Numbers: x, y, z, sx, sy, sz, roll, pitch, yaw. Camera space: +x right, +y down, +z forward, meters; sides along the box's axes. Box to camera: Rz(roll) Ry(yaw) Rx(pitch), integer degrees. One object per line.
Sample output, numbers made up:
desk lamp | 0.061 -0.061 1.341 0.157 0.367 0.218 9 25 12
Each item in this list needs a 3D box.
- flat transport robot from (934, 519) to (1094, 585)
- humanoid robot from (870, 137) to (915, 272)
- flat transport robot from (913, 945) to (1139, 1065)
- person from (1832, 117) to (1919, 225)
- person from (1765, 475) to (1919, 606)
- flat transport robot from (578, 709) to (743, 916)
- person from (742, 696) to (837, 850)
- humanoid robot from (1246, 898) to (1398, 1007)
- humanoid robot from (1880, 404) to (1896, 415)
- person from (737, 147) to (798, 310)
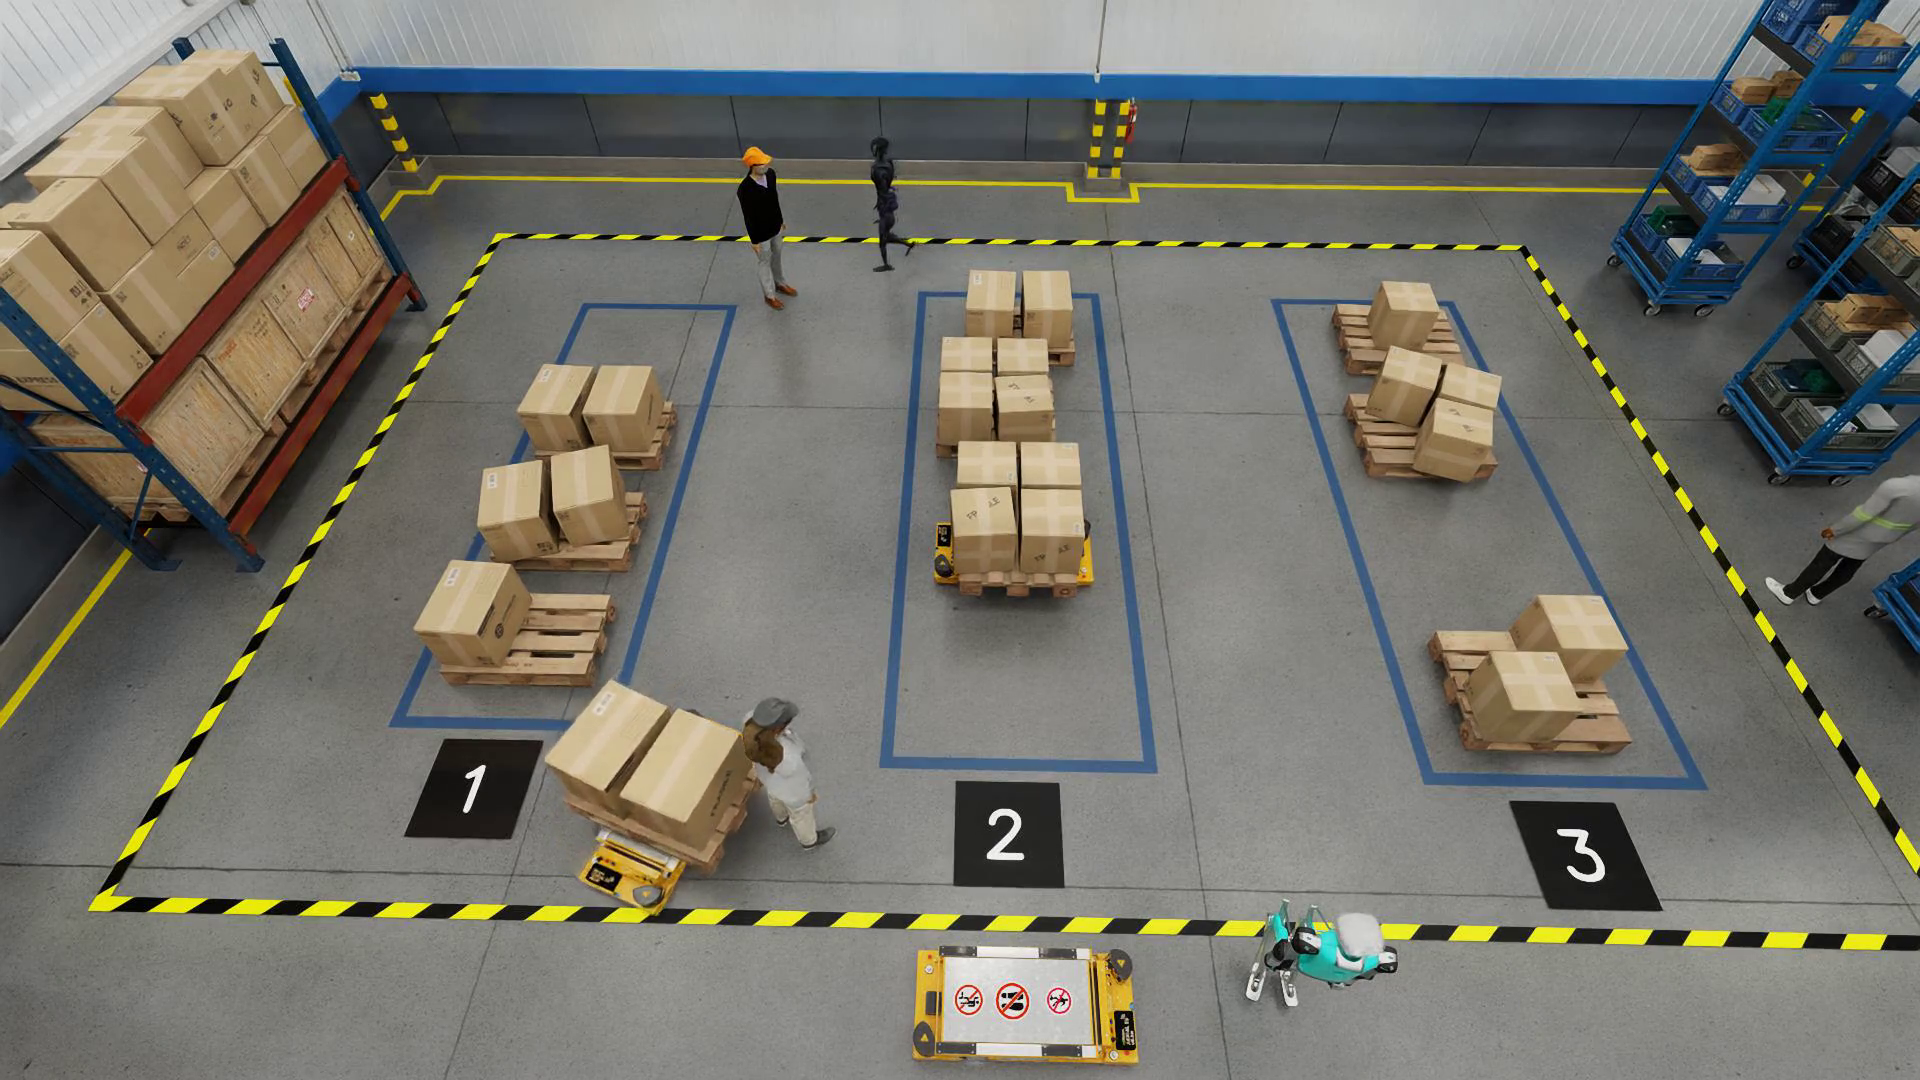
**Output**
flat transport robot | 0.490 0.087 8.397 1.431 0.197 0.652 1 51 1
humanoid robot | -0.814 -3.916 10.774 0.515 1.644 0.597 -8 51 -6
flat transport robot | 0.422 3.041 6.007 1.431 0.231 0.659 1 51 1
person | 11.062 -4.347 10.952 0.630 1.940 0.373 36 59 25
person | 7.485 -0.106 7.550 0.596 1.850 0.385 3 51 2
flat transport robot | -2.157 1.980 6.854 0.652 0.197 1.431 17 53 14
person | -1.183 1.590 6.224 0.407 1.761 0.565 -37 60 -26
humanoid robot | 2.115 2.380 5.515 0.533 1.673 0.735 10 52 8
humanoid robot | 9.320 -1.540 8.860 0.602 1.628 0.763 3 51 3
person | -2.168 -3.493 10.291 0.351 1.883 0.590 22 54 17
